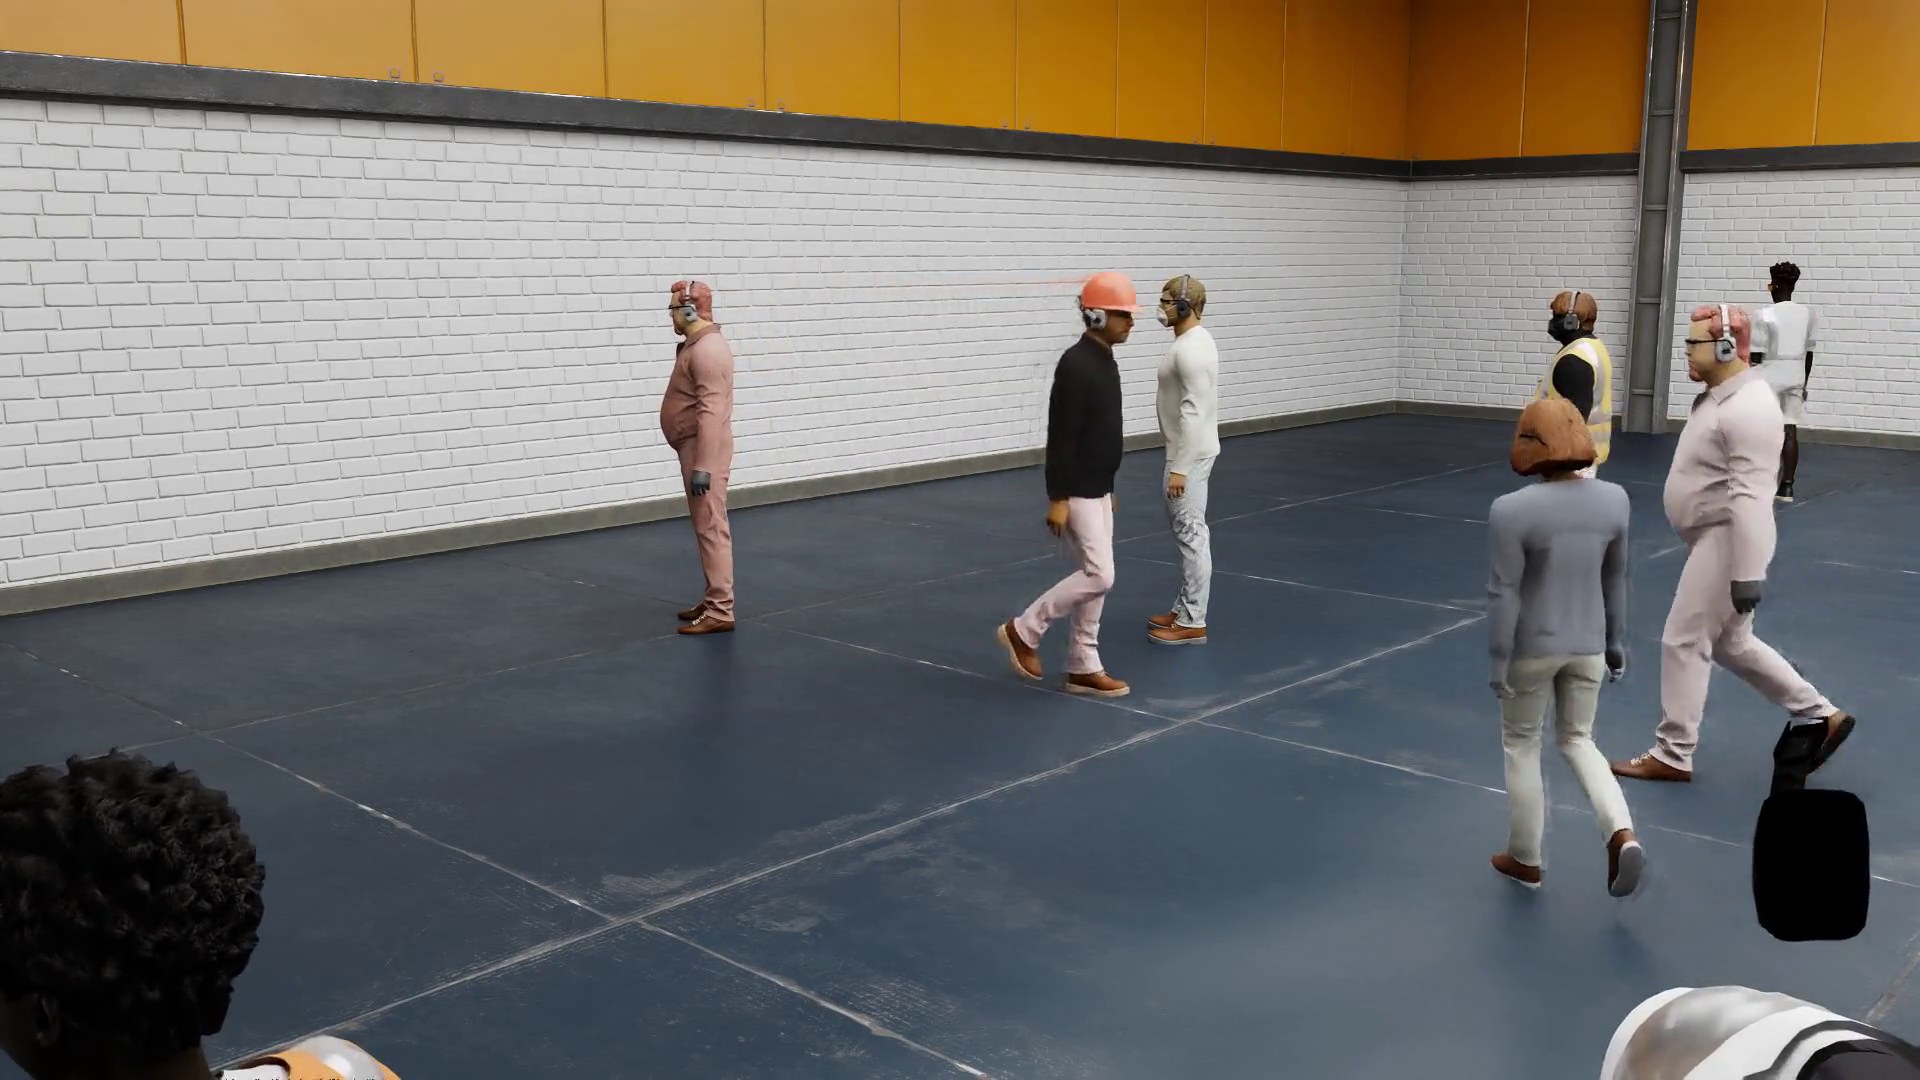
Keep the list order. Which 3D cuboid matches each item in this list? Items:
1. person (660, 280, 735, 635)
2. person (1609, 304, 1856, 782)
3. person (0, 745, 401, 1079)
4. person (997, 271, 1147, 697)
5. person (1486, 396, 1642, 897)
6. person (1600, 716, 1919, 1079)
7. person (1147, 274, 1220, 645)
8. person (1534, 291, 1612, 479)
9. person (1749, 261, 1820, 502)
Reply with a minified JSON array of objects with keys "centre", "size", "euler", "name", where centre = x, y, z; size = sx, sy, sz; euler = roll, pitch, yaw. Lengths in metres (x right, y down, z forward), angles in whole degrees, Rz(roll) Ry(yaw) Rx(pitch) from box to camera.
[{"centre":[-1.415,-0.445,9.004],"size":[0.401,1.904,0.651],"euler":[-1,10,-8],"name":"person"},{"centre":[3.023,0.032,6.394],"size":[0.810,1.874,0.677],"euler":[3,10,17],"name":"person"},{"centre":[-0.621,1.000,1.394],"size":[0.321,1.691,0.532],"euler":[3,10,16],"name":"person"},{"centre":[0.551,-0.238,7.628],"size":[0.612,1.970,0.645],"euler":[4,11,20],"name":"person"},{"centre":[1.904,0.360,5.233],"size":[0.517,1.611,0.547],"euler":[-2,10,-11],"name":"person"},{"centre":[0.519,0.963,1.049],"size":[0.355,1.883,0.575],"euler":[-2,10,-14],"name":"person"},{"centre":[1.179,-0.417,8.746],"size":[0.370,1.941,0.627],"euler":[2,10,9],"name":"person"},{"centre":[3.352,-0.445,9.185],"size":[0.430,1.844,0.624],"euler":[5,11,27],"name":"person"},{"centre":[6.665,-1.280,13.581],"size":[0.606,1.966,0.367],"euler":[-2,10,-12],"name":"person"}]
